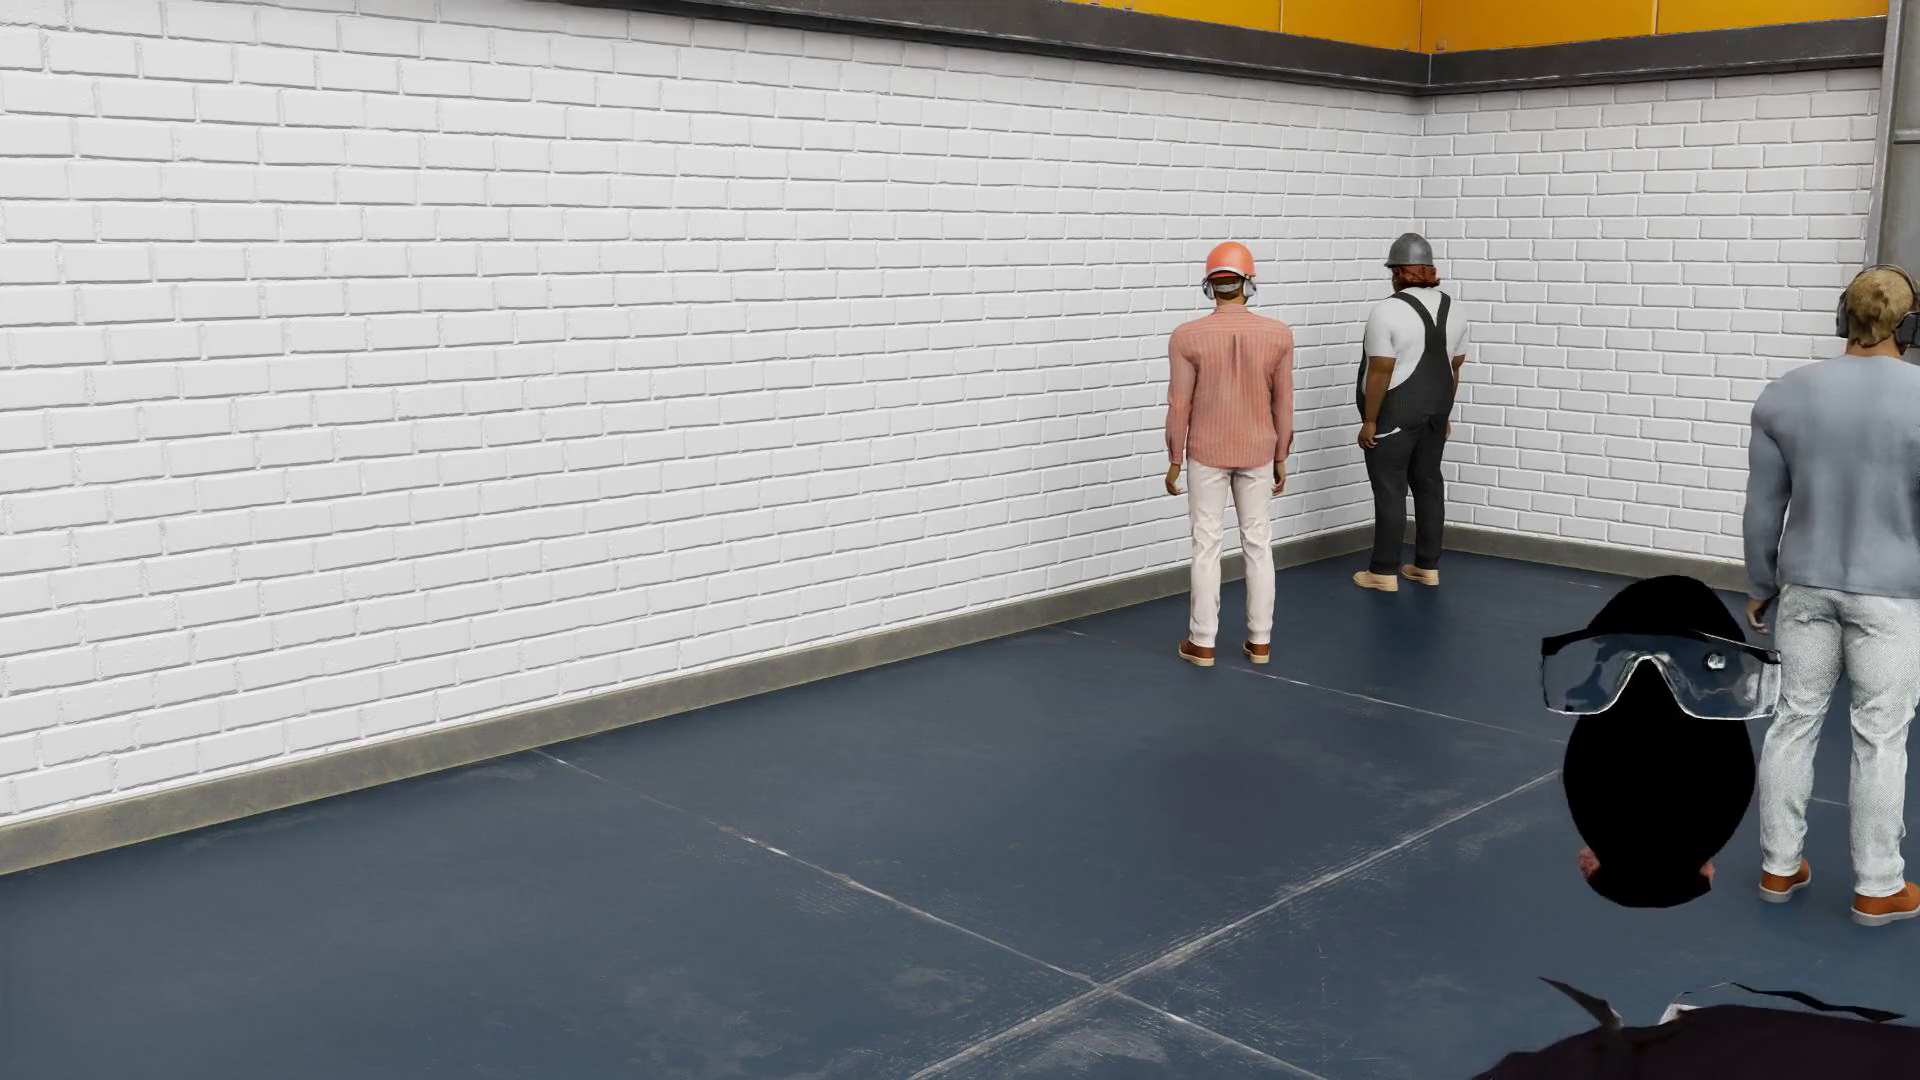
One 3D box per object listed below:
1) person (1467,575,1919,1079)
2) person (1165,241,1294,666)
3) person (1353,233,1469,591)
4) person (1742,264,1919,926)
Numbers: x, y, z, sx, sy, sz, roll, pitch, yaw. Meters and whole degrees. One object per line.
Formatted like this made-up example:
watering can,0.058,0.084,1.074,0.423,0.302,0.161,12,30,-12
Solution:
person,0.429,0.891,1.050,0.643,1.910,0.400,-2,11,-9
person,1.258,-0.396,7.835,0.612,1.991,0.392,-1,10,-6
person,2.528,-0.736,9.556,0.688,2.000,0.536,-6,12,-28
person,2.641,0.164,4.931,0.379,1.940,0.629,-9,14,-41
